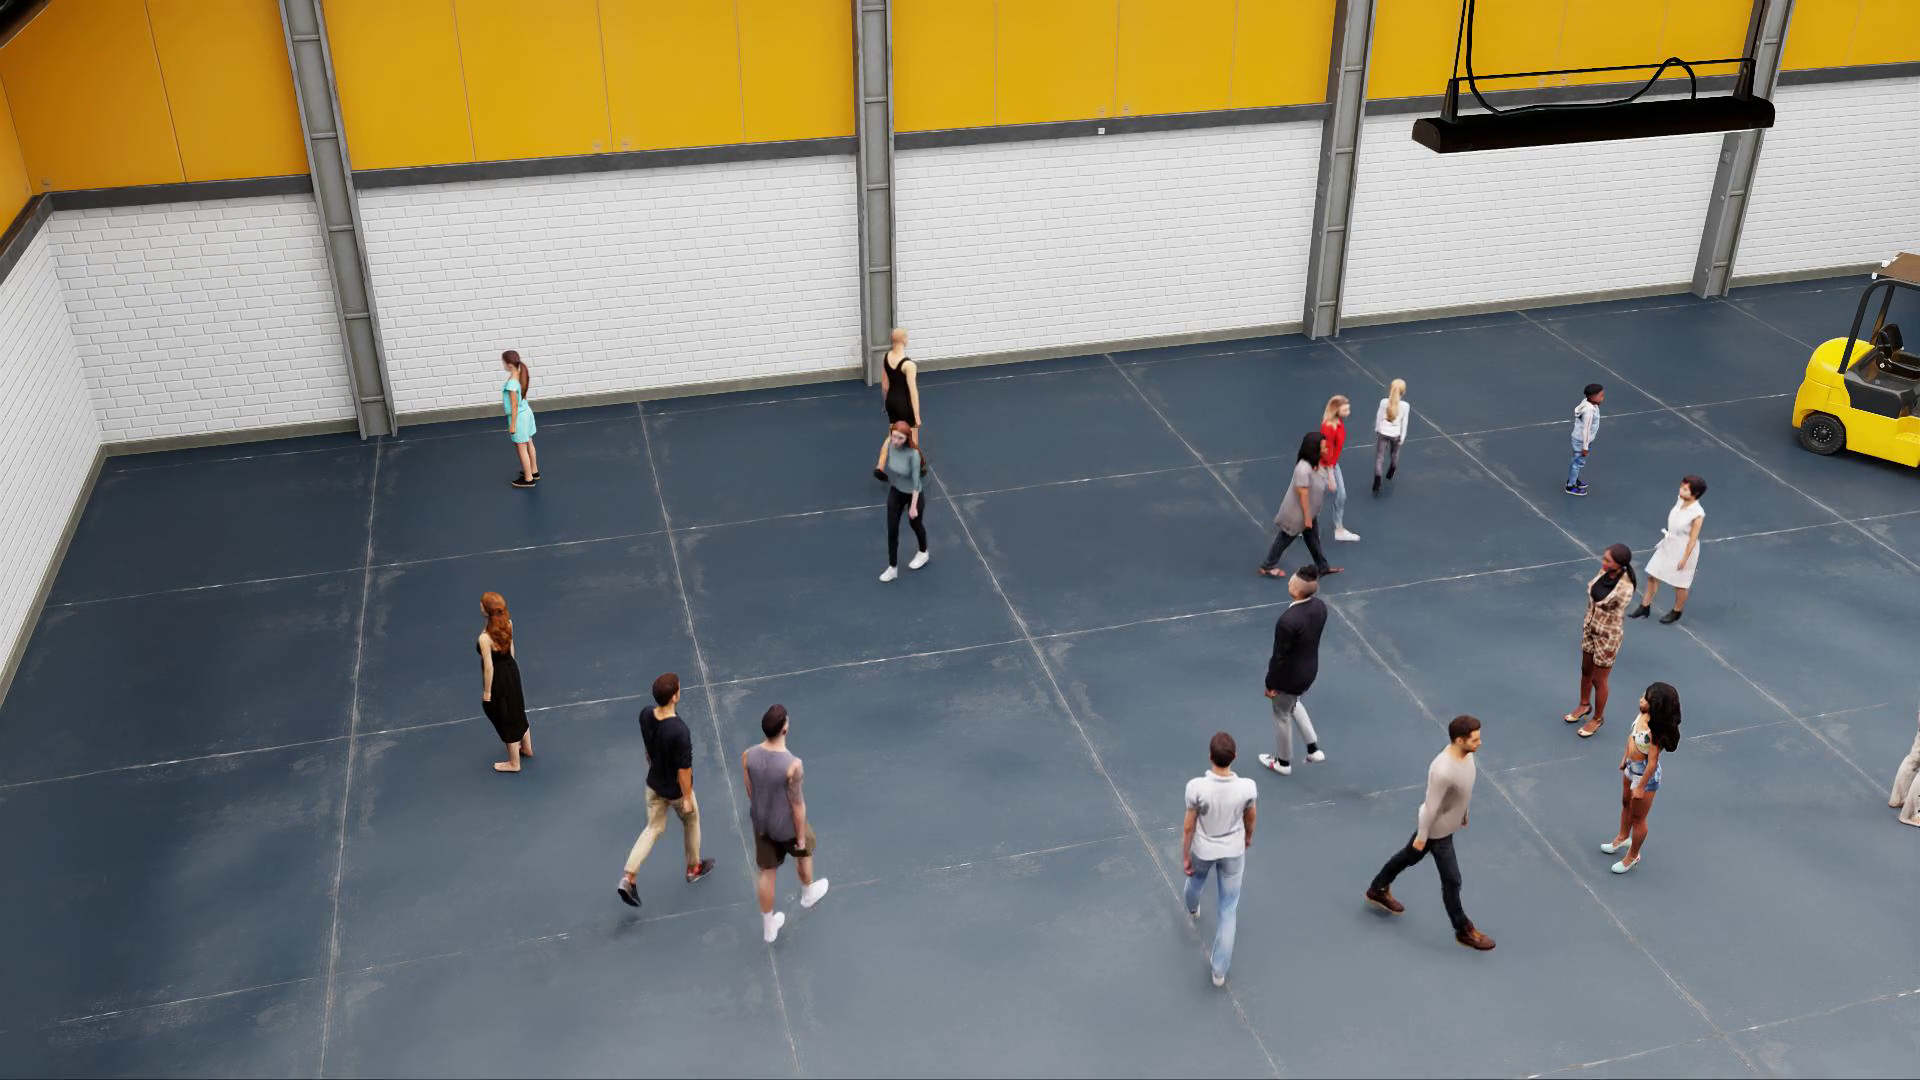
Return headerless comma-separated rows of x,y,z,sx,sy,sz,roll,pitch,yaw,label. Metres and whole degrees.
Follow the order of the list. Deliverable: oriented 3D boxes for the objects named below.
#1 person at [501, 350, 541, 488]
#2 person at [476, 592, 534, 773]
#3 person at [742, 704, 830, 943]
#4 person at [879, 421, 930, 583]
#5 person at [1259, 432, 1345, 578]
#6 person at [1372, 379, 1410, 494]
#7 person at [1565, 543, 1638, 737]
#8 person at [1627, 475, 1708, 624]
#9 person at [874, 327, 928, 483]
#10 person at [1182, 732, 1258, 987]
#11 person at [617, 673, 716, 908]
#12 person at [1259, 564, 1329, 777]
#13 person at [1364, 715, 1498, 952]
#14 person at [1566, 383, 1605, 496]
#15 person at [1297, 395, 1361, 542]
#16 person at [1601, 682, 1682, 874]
-4.748,-1.325,17.940,0.660,1.558,0.631,4,29,7,person
-3.677,1.130,13.370,0.719,1.625,0.684,8,30,15,person
-1.295,1.978,11.360,0.980,1.822,1.014,10,30,18,person
-0.478,-0.431,16.157,0.929,1.696,1.038,25,37,37,person
3.222,-0.315,16.079,1.138,1.567,0.994,10,30,18,person
4.591,-1.098,17.849,0.892,1.248,0.851,9,30,17,person
5.323,0.813,13.779,0.553,1.791,0.586,-5,29,-9,person
6.709,0.096,15.355,0.718,1.539,0.566,-6,29,-11,person
-0.686,-1.408,17.835,0.931,1.805,1.057,25,37,37,person
1.758,2.188,11.253,1.203,1.795,0.996,3,29,5,person
-2.143,1.819,11.898,1.076,1.824,1.150,17,33,28,person
2.730,1.065,13.159,0.887,1.941,0.952,-24,37,-37,person
3.256,1.974,11.626,1.247,1.813,1.192,16,33,27,person
6.681,-1.105,17.849,0.611,1.259,0.567,8,30,14,person
3.586,-0.715,16.709,1.019,1.667,0.933,11,30,19,person
5.018,1.738,12.255,0.644,1.626,0.631,2,29,3,person
